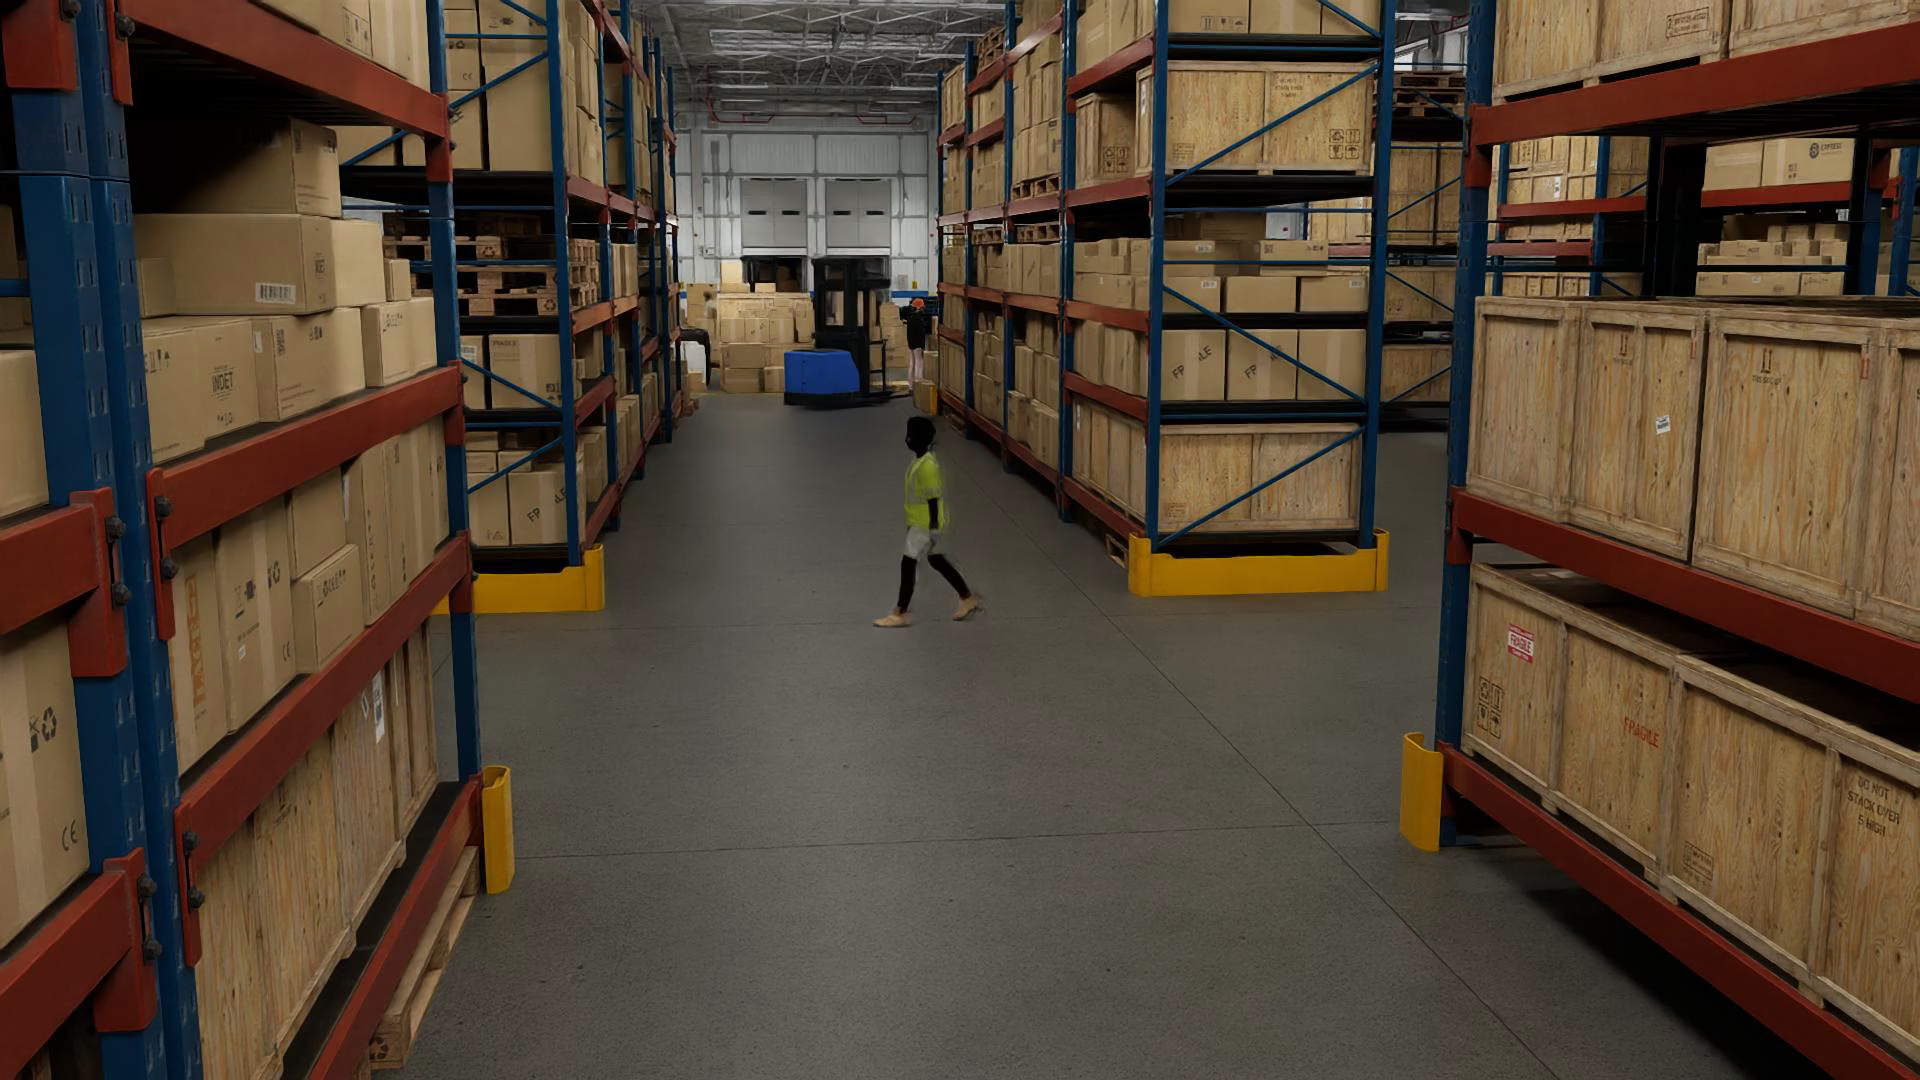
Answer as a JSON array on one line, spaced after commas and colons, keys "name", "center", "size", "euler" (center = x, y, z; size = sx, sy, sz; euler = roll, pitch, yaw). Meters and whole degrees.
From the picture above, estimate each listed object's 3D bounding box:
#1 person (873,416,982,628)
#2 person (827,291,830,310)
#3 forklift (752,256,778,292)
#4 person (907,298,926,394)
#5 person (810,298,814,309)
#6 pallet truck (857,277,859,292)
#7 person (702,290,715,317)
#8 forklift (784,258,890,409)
[{"name": "person", "center": [-0.229, -0.145, 12.967], "size": [0.853, 1.663, 0.539], "euler": [-1, 10, -8]}, {"name": "person", "center": [-5.314, -9.227, 65.054], "size": [0.595, 1.925, 0.371], "euler": [6, 11, 32]}, {"name": "forklift", "center": [-7.180, -9.094, 61.510], "size": [1.129, 2.768, 1.873], "euler": [-6, 12, -33]}, {"name": "person", "center": [-0.878, -3.990, 34.365], "size": [0.383, 1.993, 0.622], "euler": [-5, 11, -29]}, {"name": "person", "center": [-3.532, -5.010, 40.756], "size": [0.429, 1.844, 0.625], "euler": [-5, 11, -29]}, {"name": "pallet truck", "center": [-3.782, -9.391, 65.808], "size": [1.885, 1.965, 0.823], "euler": [2, 10, 10]}, {"name": "person", "center": [-6.849, -5.933, 45.919], "size": [0.644, 1.915, 0.636], "euler": [-2, 10, -10]}, {"name": "forklift", "center": [-2.374, -3.946, 31.538], "size": [1.129, 2.768, 1.873], "euler": [8, 12, 37]}]
